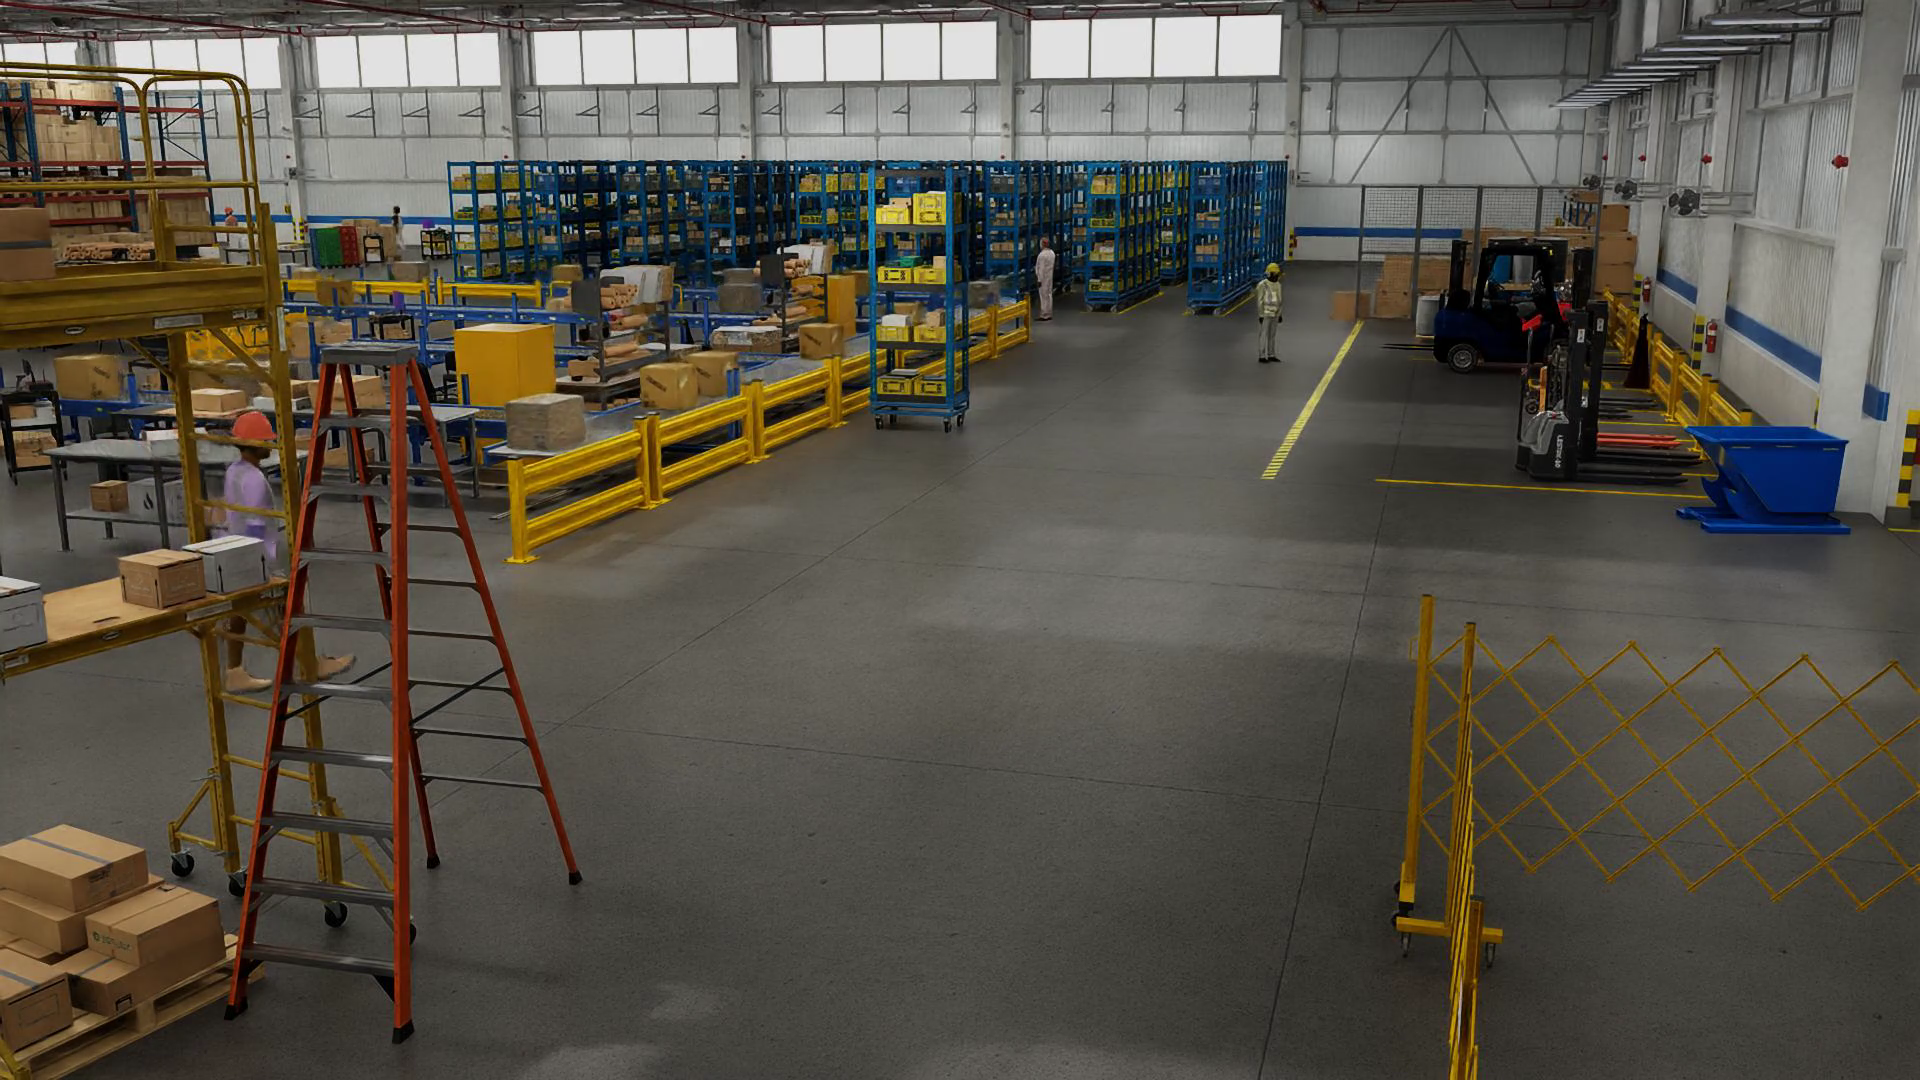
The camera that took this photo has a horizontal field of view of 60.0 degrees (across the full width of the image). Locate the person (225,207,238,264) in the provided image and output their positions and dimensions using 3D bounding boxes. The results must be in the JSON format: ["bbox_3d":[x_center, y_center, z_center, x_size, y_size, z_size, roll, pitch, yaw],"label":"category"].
[{"bbox_3d":[-25.611,-10.709,58.498,0.414,1.985,0.611,2,13,10],"label":"person"}]

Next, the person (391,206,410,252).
[{"bbox_3d":[-22.079,-12.155,65.104,0.817,1.815,0.636,-2,13,-10],"label":"person"}]

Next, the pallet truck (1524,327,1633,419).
[{"bbox_3d":[9.065,-2.460,24.370,1.522,1.261,0.704,3,13,14],"label":"pallet truck"}]

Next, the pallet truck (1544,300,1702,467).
[{"bbox_3d":[8.263,-1.952,20.631,1.885,1.965,0.823,5,14,20],"label":"pallet truck"}]

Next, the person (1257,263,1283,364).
[{"bbox_3d":[5.700,-4.159,30.517,0.590,1.837,0.404,-10,16,-37],"label":"person"}]

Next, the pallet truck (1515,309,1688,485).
[{"bbox_3d":[7.554,-1.677,19.446,1.885,1.965,0.823,3,13,14],"label":"pallet truck"}]

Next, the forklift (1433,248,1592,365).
[{"bbox_3d":[9.780,-4.111,29.280,2.680,1.987,1.157,3,13,14],"label":"forklift"}]

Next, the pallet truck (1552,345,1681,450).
[{"bbox_3d":[8.641,-1.896,21.908,1.630,1.274,0.653,4,14,16],"label":"pallet truck"}]

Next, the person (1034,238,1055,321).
[{"bbox_3d":[1.938,-6.012,38.366,0.409,1.906,0.652,6,14,26],"label":"person"}]

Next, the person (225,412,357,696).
[{"bbox_3d":[-4.836,0.087,11.797,0.960,2.004,0.635,-10,16,-37],"label":"person"}]

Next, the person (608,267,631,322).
[{"bbox_3d":[-6.216,-4.089,30.369,0.525,1.769,0.308,8,15,32],"label":"person"}]

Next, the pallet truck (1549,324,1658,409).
[{"bbox_3d":[9.824,-2.669,25.407,1.601,1.201,0.680,4,14,16],"label":"pallet truck"}]

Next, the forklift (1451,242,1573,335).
[{"bbox_3d":[10.464,-4.597,31.405,2.680,1.987,1.157,4,14,16],"label":"forklift"}]
